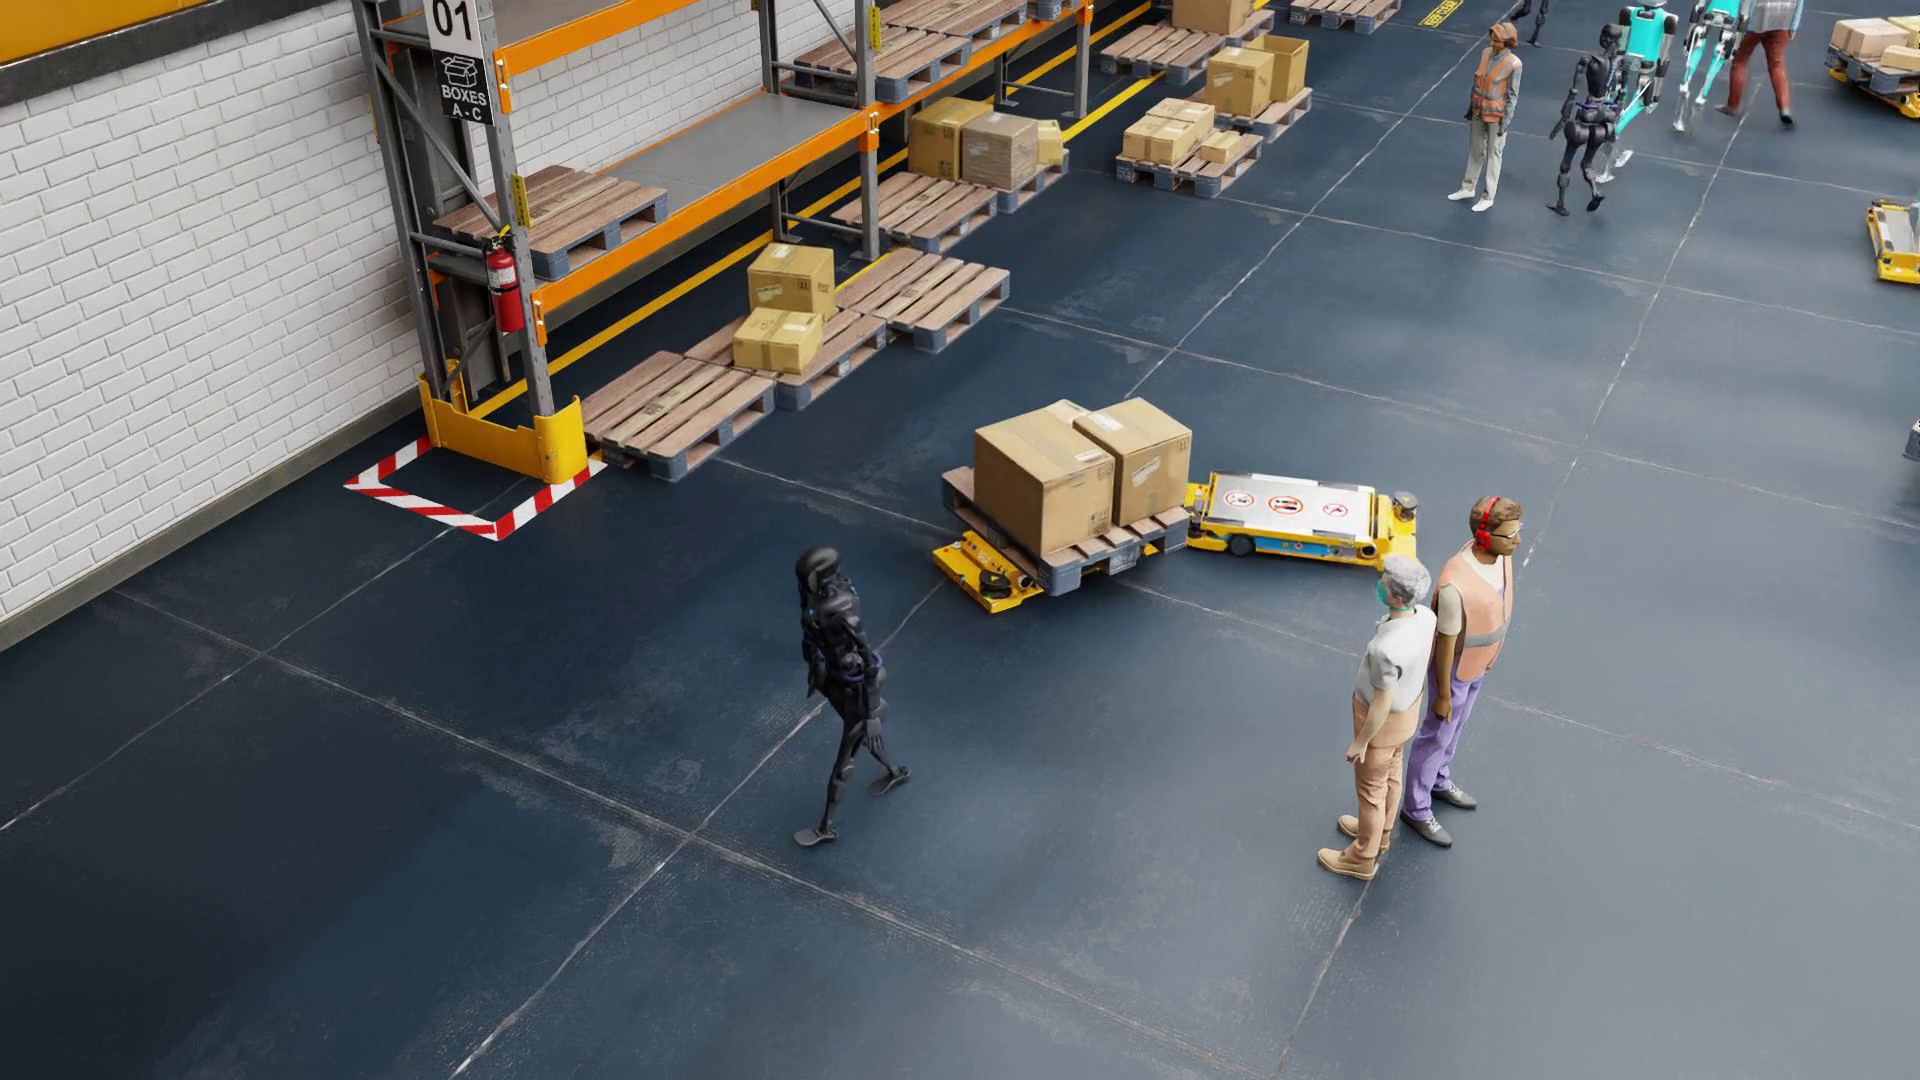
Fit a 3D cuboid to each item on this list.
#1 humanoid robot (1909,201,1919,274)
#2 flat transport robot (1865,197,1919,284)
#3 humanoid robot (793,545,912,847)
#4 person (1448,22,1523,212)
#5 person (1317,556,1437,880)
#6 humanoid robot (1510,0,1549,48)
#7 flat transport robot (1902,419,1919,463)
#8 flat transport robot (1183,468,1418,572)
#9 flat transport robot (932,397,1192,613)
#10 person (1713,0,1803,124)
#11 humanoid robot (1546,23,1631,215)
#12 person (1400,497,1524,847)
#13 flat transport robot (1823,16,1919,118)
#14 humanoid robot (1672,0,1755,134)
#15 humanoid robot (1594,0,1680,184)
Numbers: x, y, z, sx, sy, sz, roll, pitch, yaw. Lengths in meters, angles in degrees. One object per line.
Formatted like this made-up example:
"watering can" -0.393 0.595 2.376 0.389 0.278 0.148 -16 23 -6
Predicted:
"humanoid robot" 7.940 -2.798 13.064 0.582 1.740 1.006 -20 38 -27
"flat transport robot" 8.002 -2.480 13.901 0.659 0.231 1.431 11 35 16
"humanoid robot" -0.537 0.690 7.868 0.775 1.614 0.610 -23 40 -31
"person" 4.615 -3.689 14.485 0.308 1.639 0.514 -15 36 -21
"person" 1.922 0.807 7.587 0.321 1.747 0.469 20 39 28
"humanoid robot" 6.477 -6.375 18.531 0.614 1.641 0.527 -5 34 -8
"flat transport robot" 6.869 -0.421 10.784 0.659 0.231 1.431 27 42 35
"flat transport robot" 2.098 -0.122 10.332 1.431 0.231 0.659 7 34 11
"flat transport robot" 0.606 0.002 10.145 1.431 0.231 0.659 -20 38 -27
"person" 7.989 -5.008 16.303 0.722 1.850 0.630 -1 33 -2
"humanoid robot" 5.440 -3.592 14.318 0.618 1.639 0.417 -8 34 -12
"person" 2.348 0.588 7.825 0.391 1.849 0.563 22 39 30
"flat transport robot" 9.766 -4.711 17.276 0.659 0.231 1.431 -5 34 -8
"humanoid robot" 7.153 -4.645 15.906 0.565 1.849 0.771 19 38 27
"humanoid robot" 5.938 -4.001 14.847 0.956 1.729 0.557 -26 42 -34
